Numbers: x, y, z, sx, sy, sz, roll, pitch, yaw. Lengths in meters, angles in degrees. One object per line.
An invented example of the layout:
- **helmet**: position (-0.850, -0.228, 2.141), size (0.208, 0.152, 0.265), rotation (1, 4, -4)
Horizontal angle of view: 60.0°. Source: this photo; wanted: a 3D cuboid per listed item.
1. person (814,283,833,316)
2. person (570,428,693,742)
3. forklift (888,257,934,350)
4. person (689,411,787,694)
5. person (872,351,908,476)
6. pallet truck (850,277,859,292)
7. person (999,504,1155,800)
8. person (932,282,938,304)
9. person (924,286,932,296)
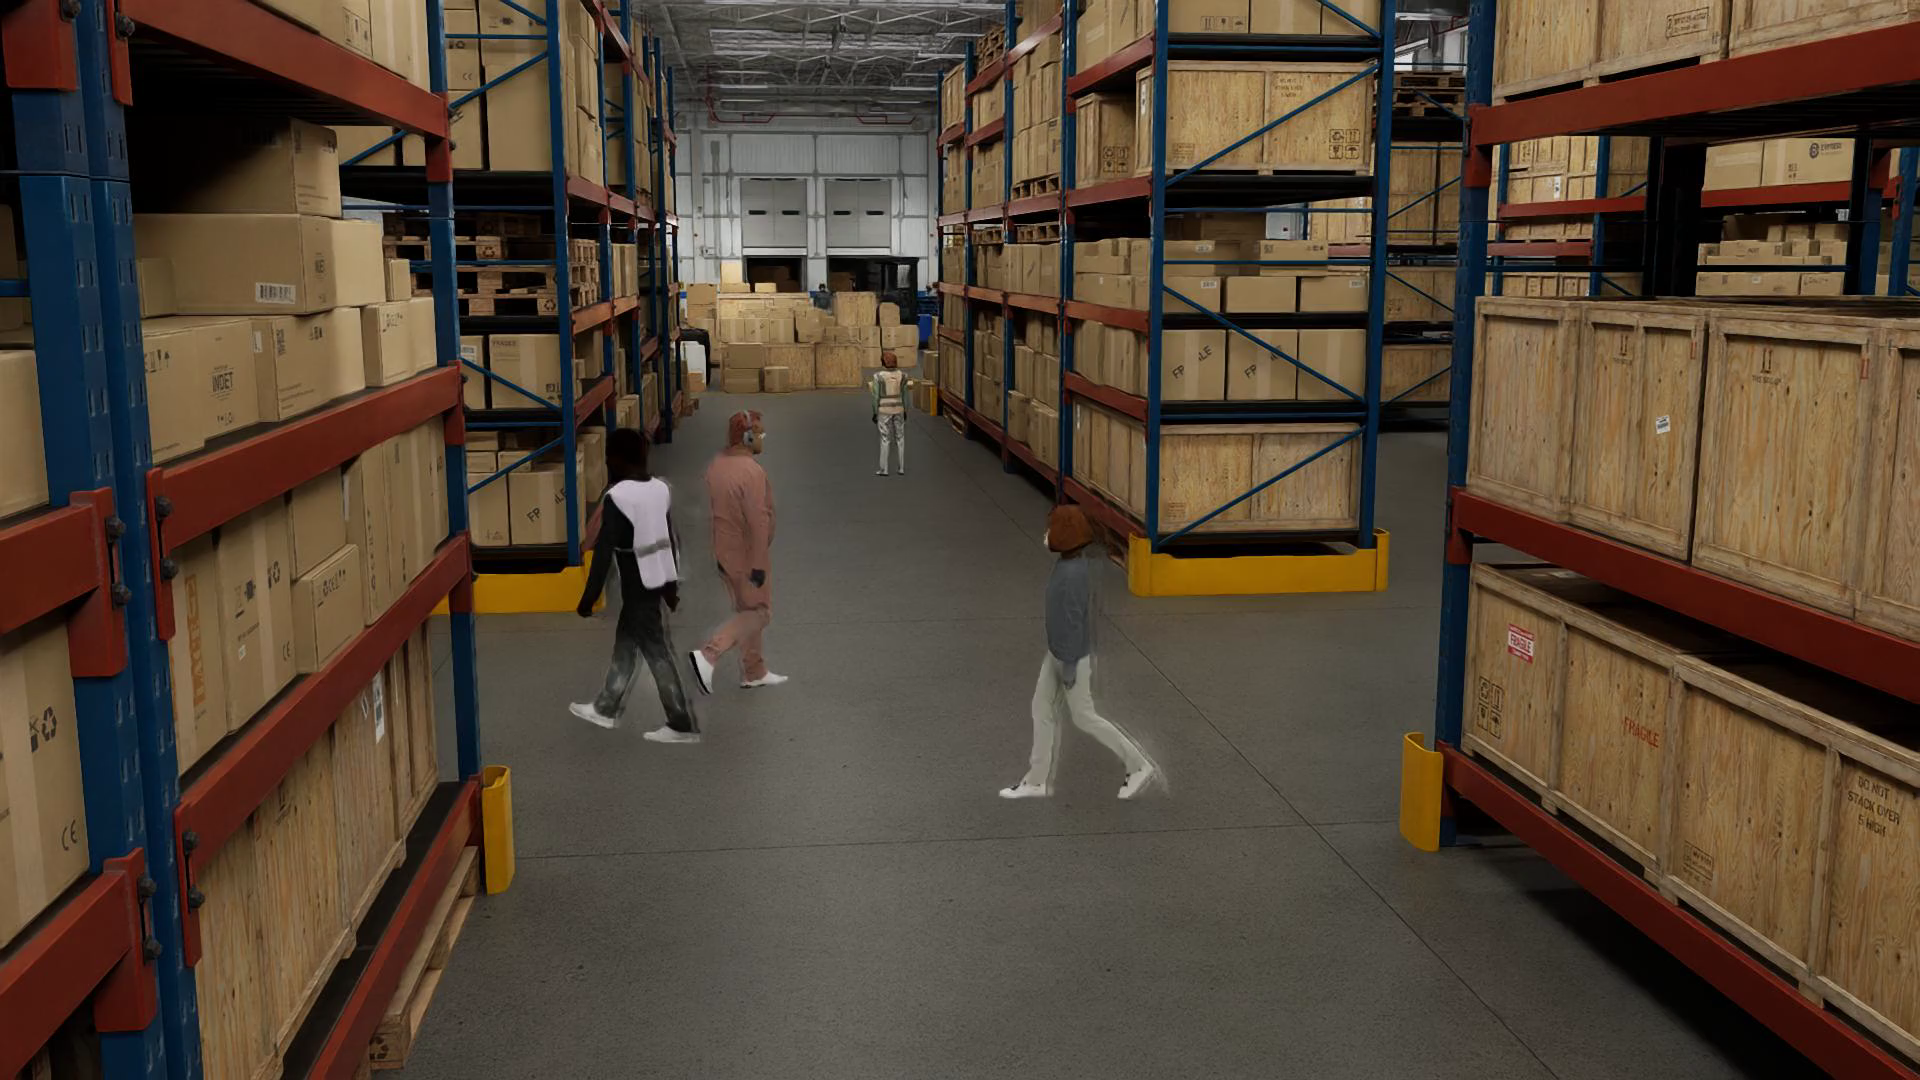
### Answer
- **person**: position (-4.714, -7.924, 57.567), size (0.651, 1.885, 0.999), rotation (-3, 10, -17)
- **person**: position (-2.021, 0.275, 9.919), size (0.969, 1.869, 0.598), rotation (3, 10, 15)
- **forklift**: position (-1.675, -7.028, 49.481), size (1.129, 2.768, 1.873), rotation (7, 12, 34)
- **person**: position (-1.464, 0.092, 10.920), size (0.692, 1.888, 0.656), rotation (-6, 12, -33)
- **person**: position (-0.911, -1.651, 21.801), size (0.517, 1.637, 0.309), rotation (-5, 11, -26)
- **pallet truck**: position (-3.782, -9.391, 65.808), size (1.885, 1.965, 0.823), rotation (2, 10, 10)
- **person**: position (0.630, 0.603, 8.771), size (0.765, 1.608, 0.505), rotation (-1, 10, -5)
- **person**: position (-0.816, -9.140, 64.825), size (0.437, 1.851, 0.779), rotation (6, 11, 30)
- **person**: position (-1.241, -9.963, 70.332), size (0.512, 1.586, 0.864), rotation (9, 13, 41)
